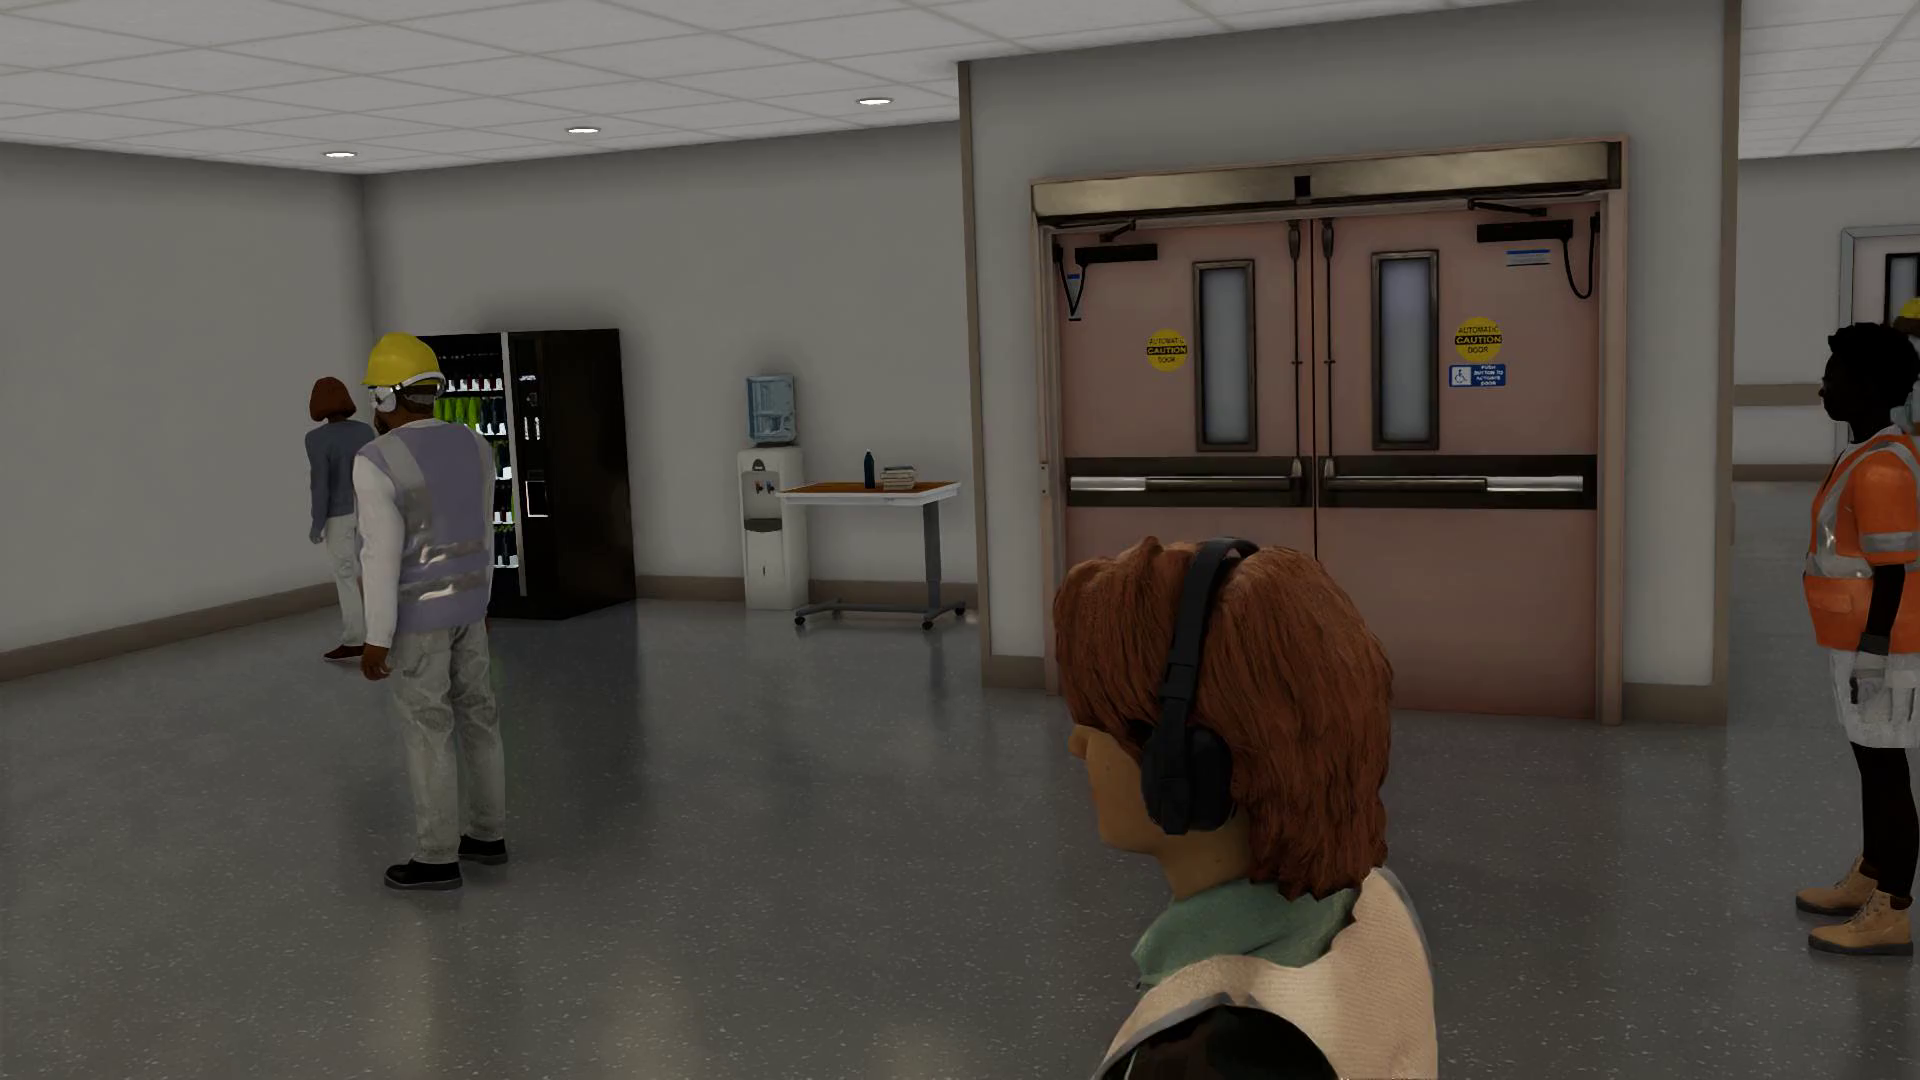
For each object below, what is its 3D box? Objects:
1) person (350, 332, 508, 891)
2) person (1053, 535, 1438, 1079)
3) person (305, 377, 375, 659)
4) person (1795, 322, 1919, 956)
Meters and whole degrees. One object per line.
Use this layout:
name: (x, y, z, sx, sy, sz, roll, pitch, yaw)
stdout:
person: (-1.767, 0.236, 5.501, 0.404, 1.835, 0.589, 1, 8, 25)
person: (0.223, 0.808, 1.216, 0.313, 1.642, 0.514, 1, 8, 25)
person: (-3.549, -0.125, 9.599, 0.285, 1.632, 0.499, 1, 8, 25)
person: (2.453, 0.265, 4.491, 0.322, 1.697, 0.533, 1, 8, 25)
